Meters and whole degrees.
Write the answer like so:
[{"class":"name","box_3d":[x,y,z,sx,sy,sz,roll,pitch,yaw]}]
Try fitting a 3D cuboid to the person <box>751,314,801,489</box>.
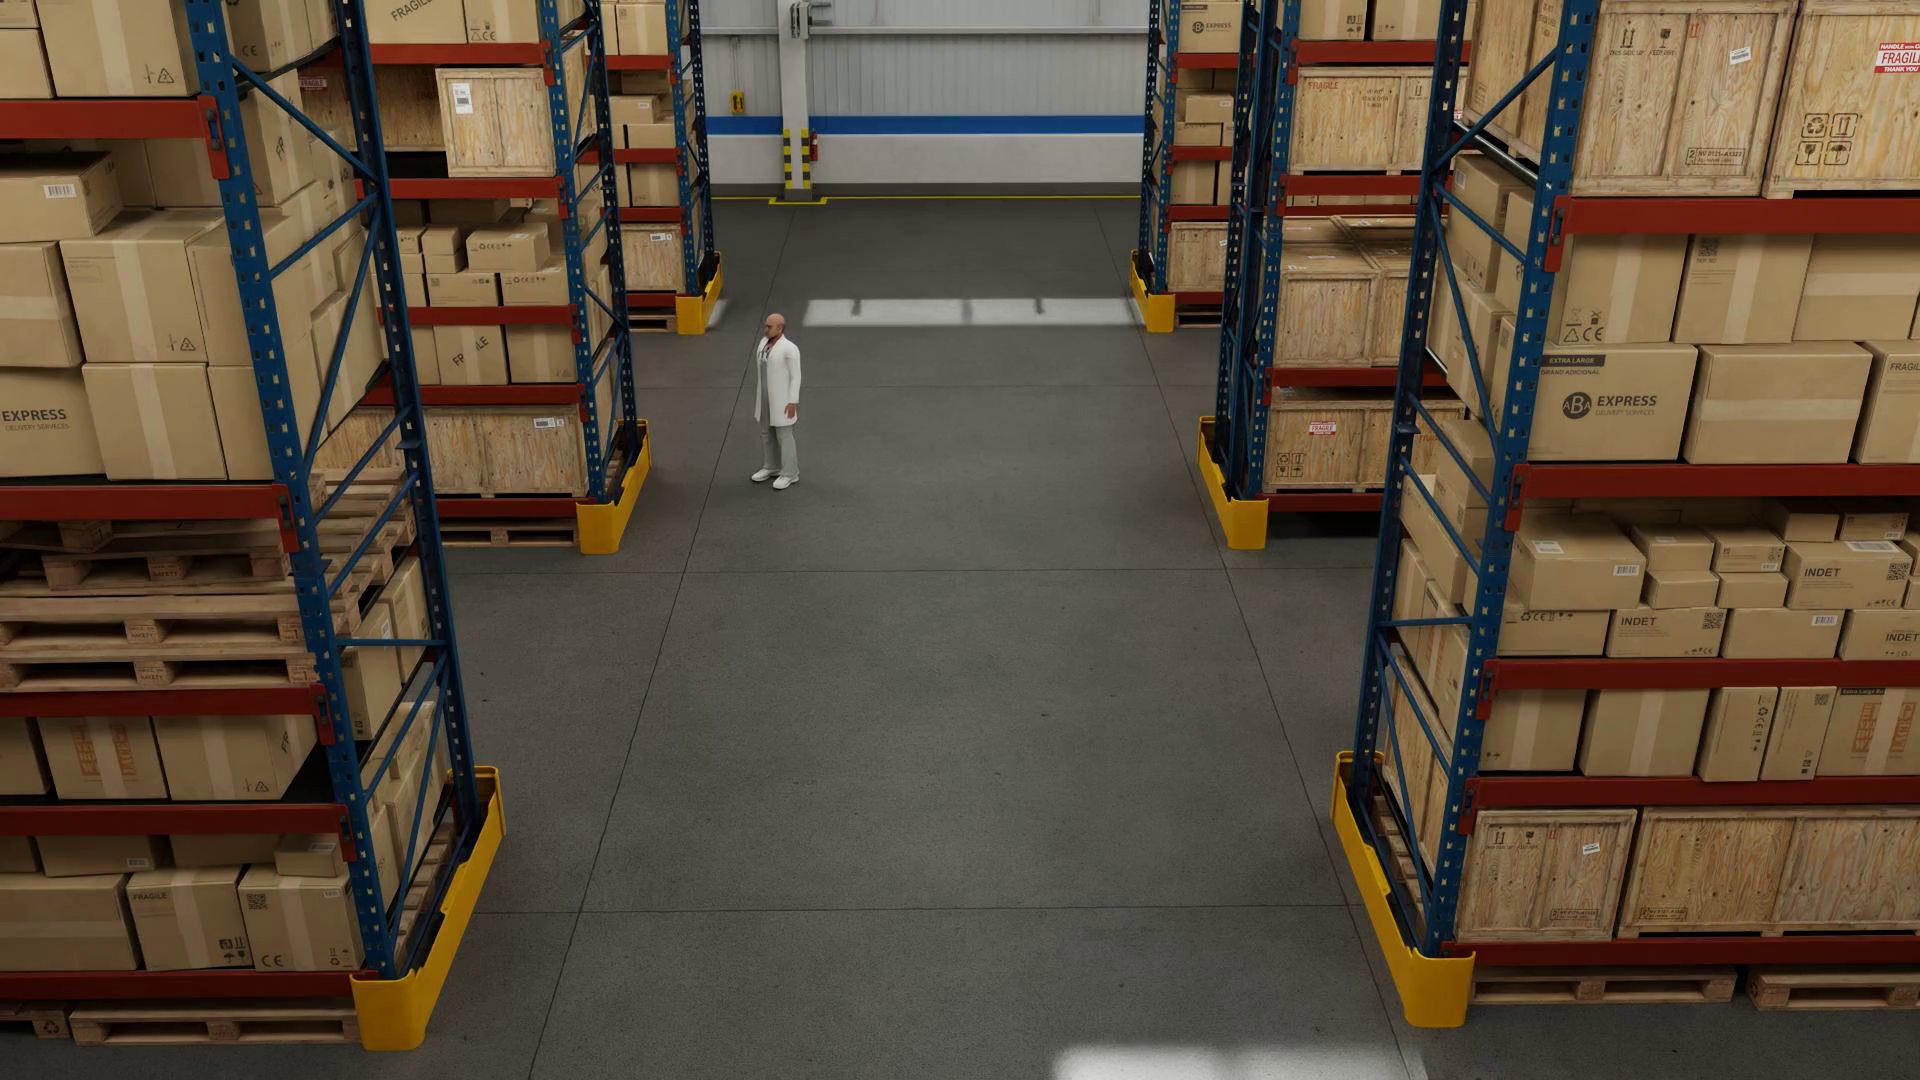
[{"class":"person","box_3d":[-1.898,-1.420,16.894,0.575,1.780,0.405,21,32,38]}]
